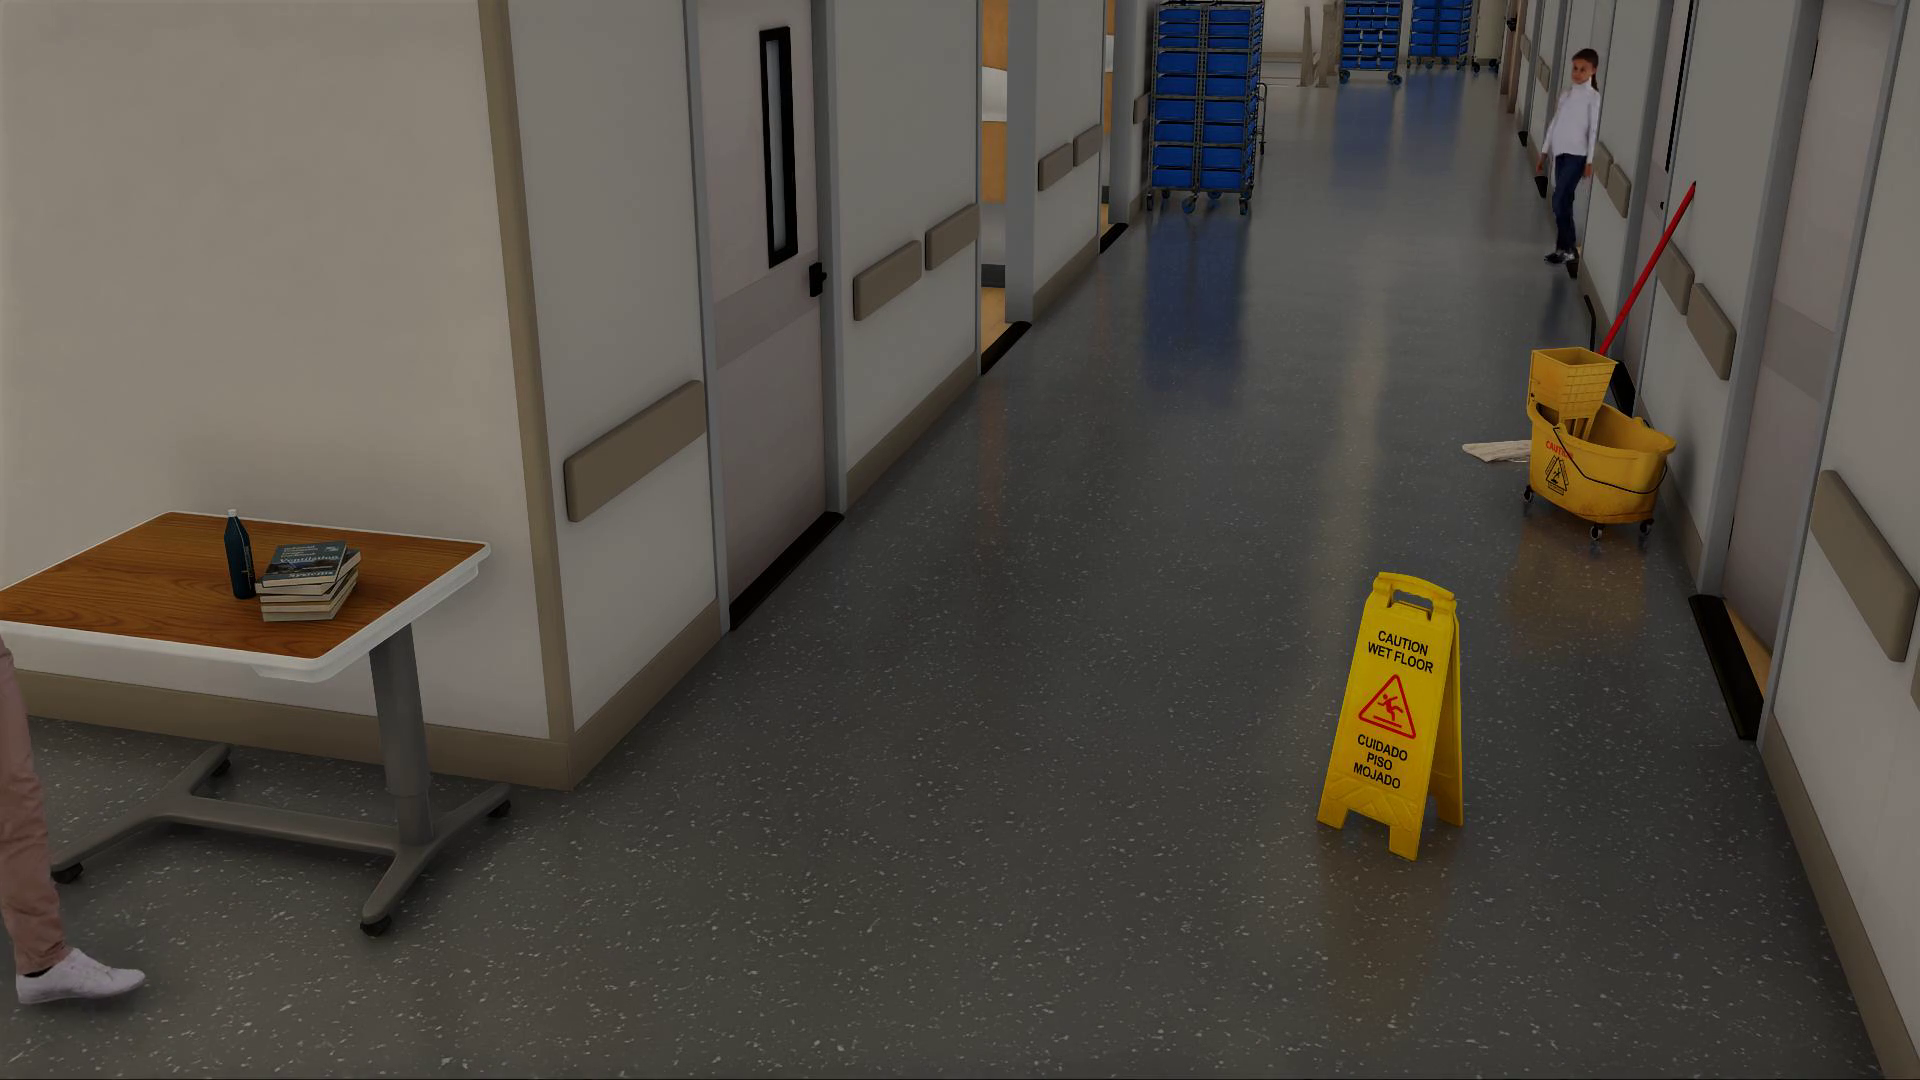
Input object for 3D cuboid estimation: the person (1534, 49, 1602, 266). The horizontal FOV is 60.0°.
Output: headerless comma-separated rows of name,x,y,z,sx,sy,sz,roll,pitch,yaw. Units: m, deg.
person,4.529,-2.775,12.112,0.740,1.537,0.681,-8,22,-20
